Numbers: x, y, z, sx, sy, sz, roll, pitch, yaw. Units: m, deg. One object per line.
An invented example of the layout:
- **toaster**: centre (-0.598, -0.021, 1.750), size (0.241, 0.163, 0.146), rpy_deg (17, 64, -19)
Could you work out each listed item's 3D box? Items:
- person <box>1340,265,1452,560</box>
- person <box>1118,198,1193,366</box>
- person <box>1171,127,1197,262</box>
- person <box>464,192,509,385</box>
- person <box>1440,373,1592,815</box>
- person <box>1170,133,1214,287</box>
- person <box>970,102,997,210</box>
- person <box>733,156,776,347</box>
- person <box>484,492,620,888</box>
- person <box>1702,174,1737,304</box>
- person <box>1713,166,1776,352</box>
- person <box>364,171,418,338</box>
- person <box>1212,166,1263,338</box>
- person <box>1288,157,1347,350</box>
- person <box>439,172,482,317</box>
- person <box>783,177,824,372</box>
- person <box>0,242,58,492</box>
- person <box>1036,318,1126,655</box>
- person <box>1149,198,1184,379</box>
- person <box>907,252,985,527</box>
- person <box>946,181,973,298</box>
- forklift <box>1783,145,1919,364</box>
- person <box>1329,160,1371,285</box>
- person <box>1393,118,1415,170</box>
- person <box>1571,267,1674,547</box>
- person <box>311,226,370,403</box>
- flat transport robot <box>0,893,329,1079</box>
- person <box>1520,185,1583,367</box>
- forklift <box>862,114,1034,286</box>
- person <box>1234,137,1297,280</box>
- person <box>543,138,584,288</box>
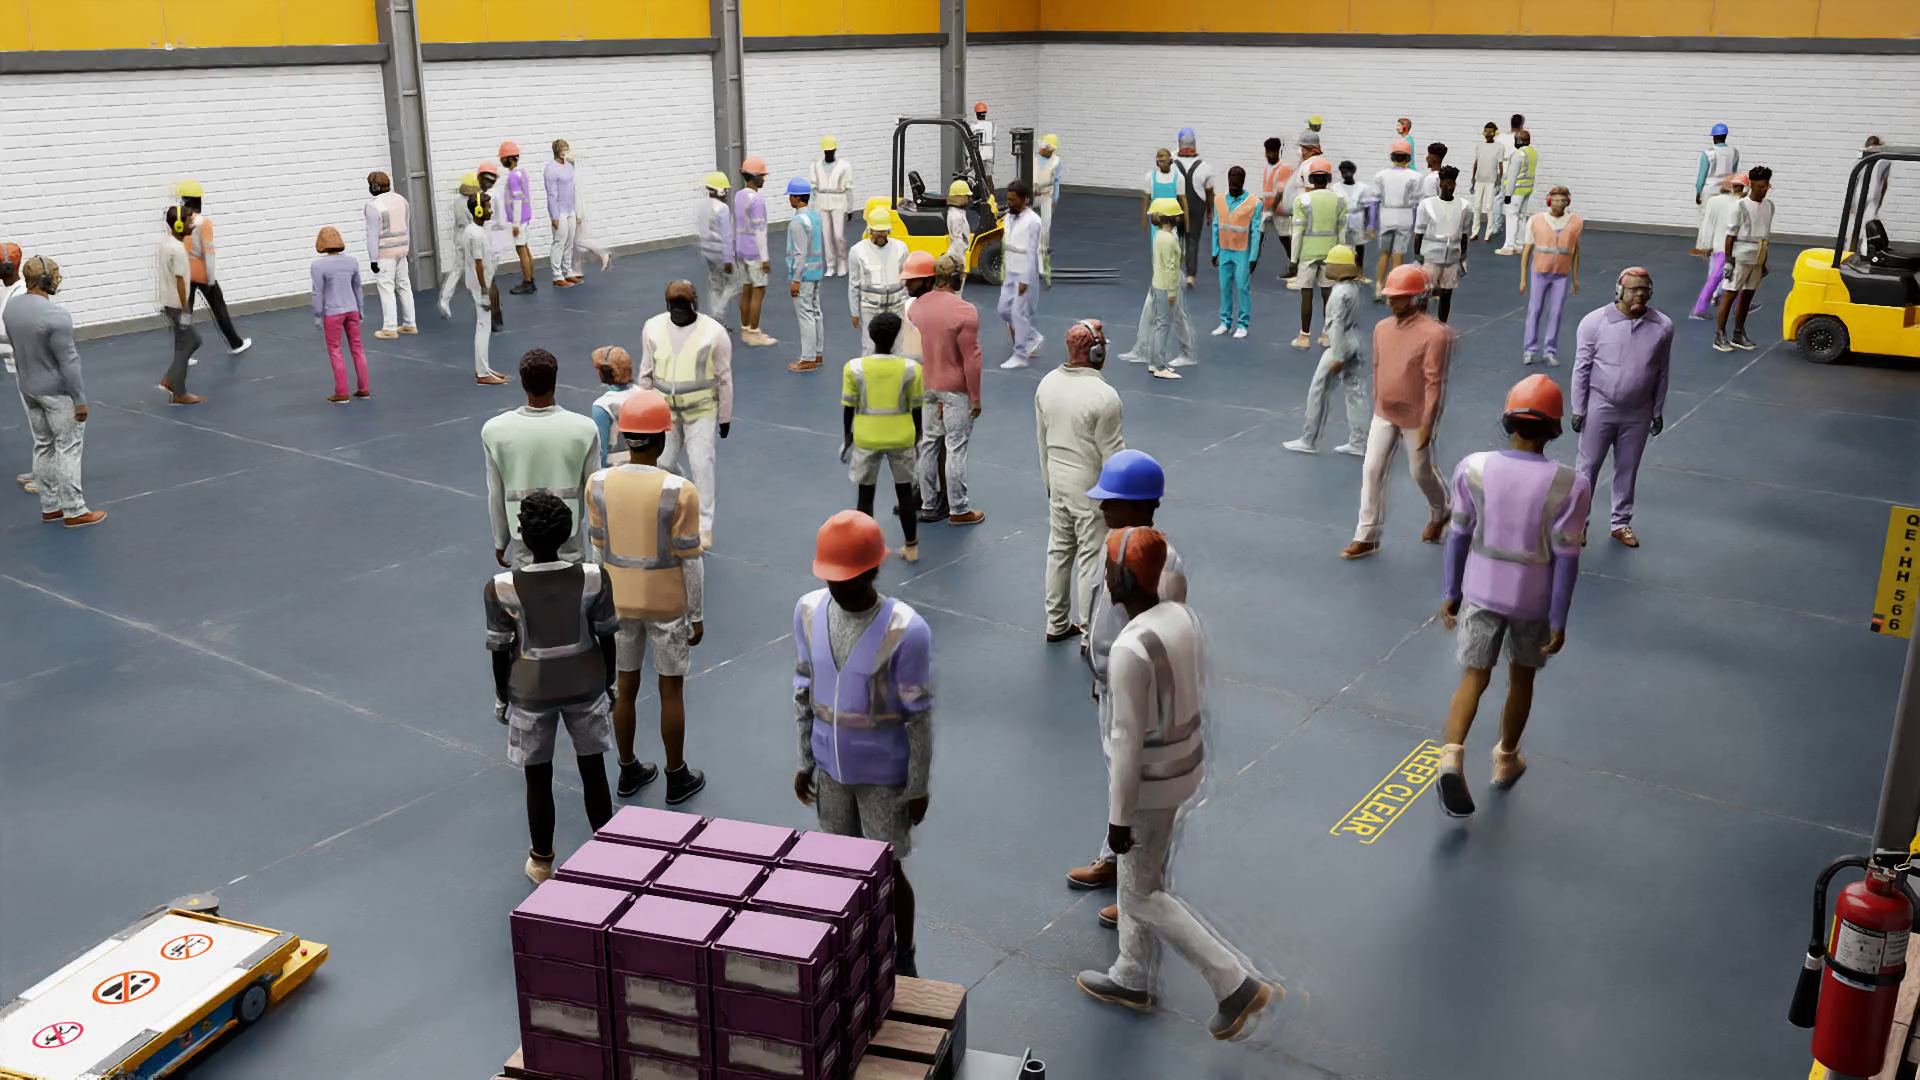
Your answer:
- **person**: centre (3.007, -0.866, 11.102), size (0.951, 1.966, 0.607), rpy_deg (-14, 22, -37)
- **person**: centre (2.028, -2.617, 16.974), size (0.838, 1.709, 0.500), rpy_deg (-4, 18, -12)
- **person**: centre (3.176, -4.920, 23.823), size (0.607, 1.939, 0.421), rpy_deg (-15, 23, -39)
- **person**: centre (-4.642, -2.441, 16.191), size (0.322, 1.861, 0.511), rpy_deg (-6, 19, -18)
- **person**: centre (2.452, 0.266, 7.491), size (0.607, 2.017, 0.877), rpy_deg (11, 21, 32)
- **person**: centre (2.996, -4.393, 21.997), size (0.689, 2.000, 1.048), rpy_deg (2, 18, 6)
- **person**: centre (0.394, -6.972, 30.257), size (0.541, 1.928, 0.399), rpy_deg (-11, 21, -32)
- **person**: centre (-2.220, -3.121, 18.039), size (0.429, 2.033, 0.631), rpy_deg (-10, 20, -28)
- **person**: centre (-1.661, 0.623, 6.857), size (0.540, 1.699, 0.315), rpy_deg (-7, 19, -21)
- **person**: centre (9.533, -3.763, 20.766), size (0.487, 1.578, 0.883), rpy_deg (10, 20, 29)
- **person**: centre (8.408, -3.003, 17.767), size (0.613, 1.963, 0.361), rpy_deg (-7, 19, -21)
- **person**: centre (-6.372, -3.175, 18.527), size (0.429, 1.837, 0.628), rpy_deg (7, 19, 22)
- **person**: centre (3.071, -3.200, 18.501), size (0.583, 1.903, 0.407), rpy_deg (15, 23, 38)
- **person**: centre (3.810, -3.059, 17.827), size (0.609, 2.040, 0.395), rpy_deg (-3, 18, -11)
- **person**: centre (-5.931, -3.525, 19.848), size (0.546, 1.698, 0.853), rpy_deg (12, 22, 34)
- **person**: centre (-1.572, -2.668, 16.751), size (0.396, 1.946, 0.617), rpy_deg (4, 18, 12)
- **person**: centre (-7.082, -1.309, 12.608), size (0.350, 1.881, 0.583), rpy_deg (-12, 21, -33)
- **person**: centre (0.712, -0.295, 9.390), size (0.408, 1.913, 0.641), rpy_deg (-14, 22, -36)
- **person**: centre (2.053, -2.494, 16.496), size (0.297, 1.772, 0.533), rpy_deg (-1, 18, -4)
- **person**: centre (-0.090, -1.055, 11.722), size (0.629, 1.940, 0.372), rpy_deg (15, 23, 39)
- **person**: centre (-0.008, -3.090, 18.400), size (0.297, 1.745, 0.484), rpy_deg (-2, 18, -5)
- **forklift**: centre (9.803, -2.879, 17.013), size (2.313, 2.155, 1.214), rpy_deg (12, 21, 33)
- **person**: centre (5.131, -4.162, 21.901), size (0.604, 1.665, 0.450), rpy_deg (3, 18, 8)
- **person**: centre (7.238, -5.939, 27.151), size (0.388, 1.844, 0.564), rpy_deg (4, 18, 14)
- **person**: centre (4.458, -0.890, 11.252), size (0.642, 1.913, 0.409), rpy_deg (1, 18, 2)
- **person**: centre (-5.777, -2.098, 15.491), size (0.288, 1.626, 0.509), rpy_deg (12, 21, 33)
- **flat transport robot**: centre (-2.962, 1.693, 5.821), size (0.652, 0.197, 1.431), rpy_deg (6, 19, 19)
- **person**: centre (6.051, -2.714, 17.070), size (0.586, 1.844, 0.388), rpy_deg (1, 18, 4)
- **forklift**: centre (-0.171, -4.594, 22.377), size (2.313, 2.155, 1.214), rpy_deg (1, 18, 3)
- **person**: centre (4.181, -4.430, 22.332), size (0.969, 1.902, 0.604), rpy_deg (-7, 19, -22)
- **person**: centre (-5.233, -4.296, 21.885), size (0.367, 1.932, 0.623), rpy_deg (4, 18, 12)
